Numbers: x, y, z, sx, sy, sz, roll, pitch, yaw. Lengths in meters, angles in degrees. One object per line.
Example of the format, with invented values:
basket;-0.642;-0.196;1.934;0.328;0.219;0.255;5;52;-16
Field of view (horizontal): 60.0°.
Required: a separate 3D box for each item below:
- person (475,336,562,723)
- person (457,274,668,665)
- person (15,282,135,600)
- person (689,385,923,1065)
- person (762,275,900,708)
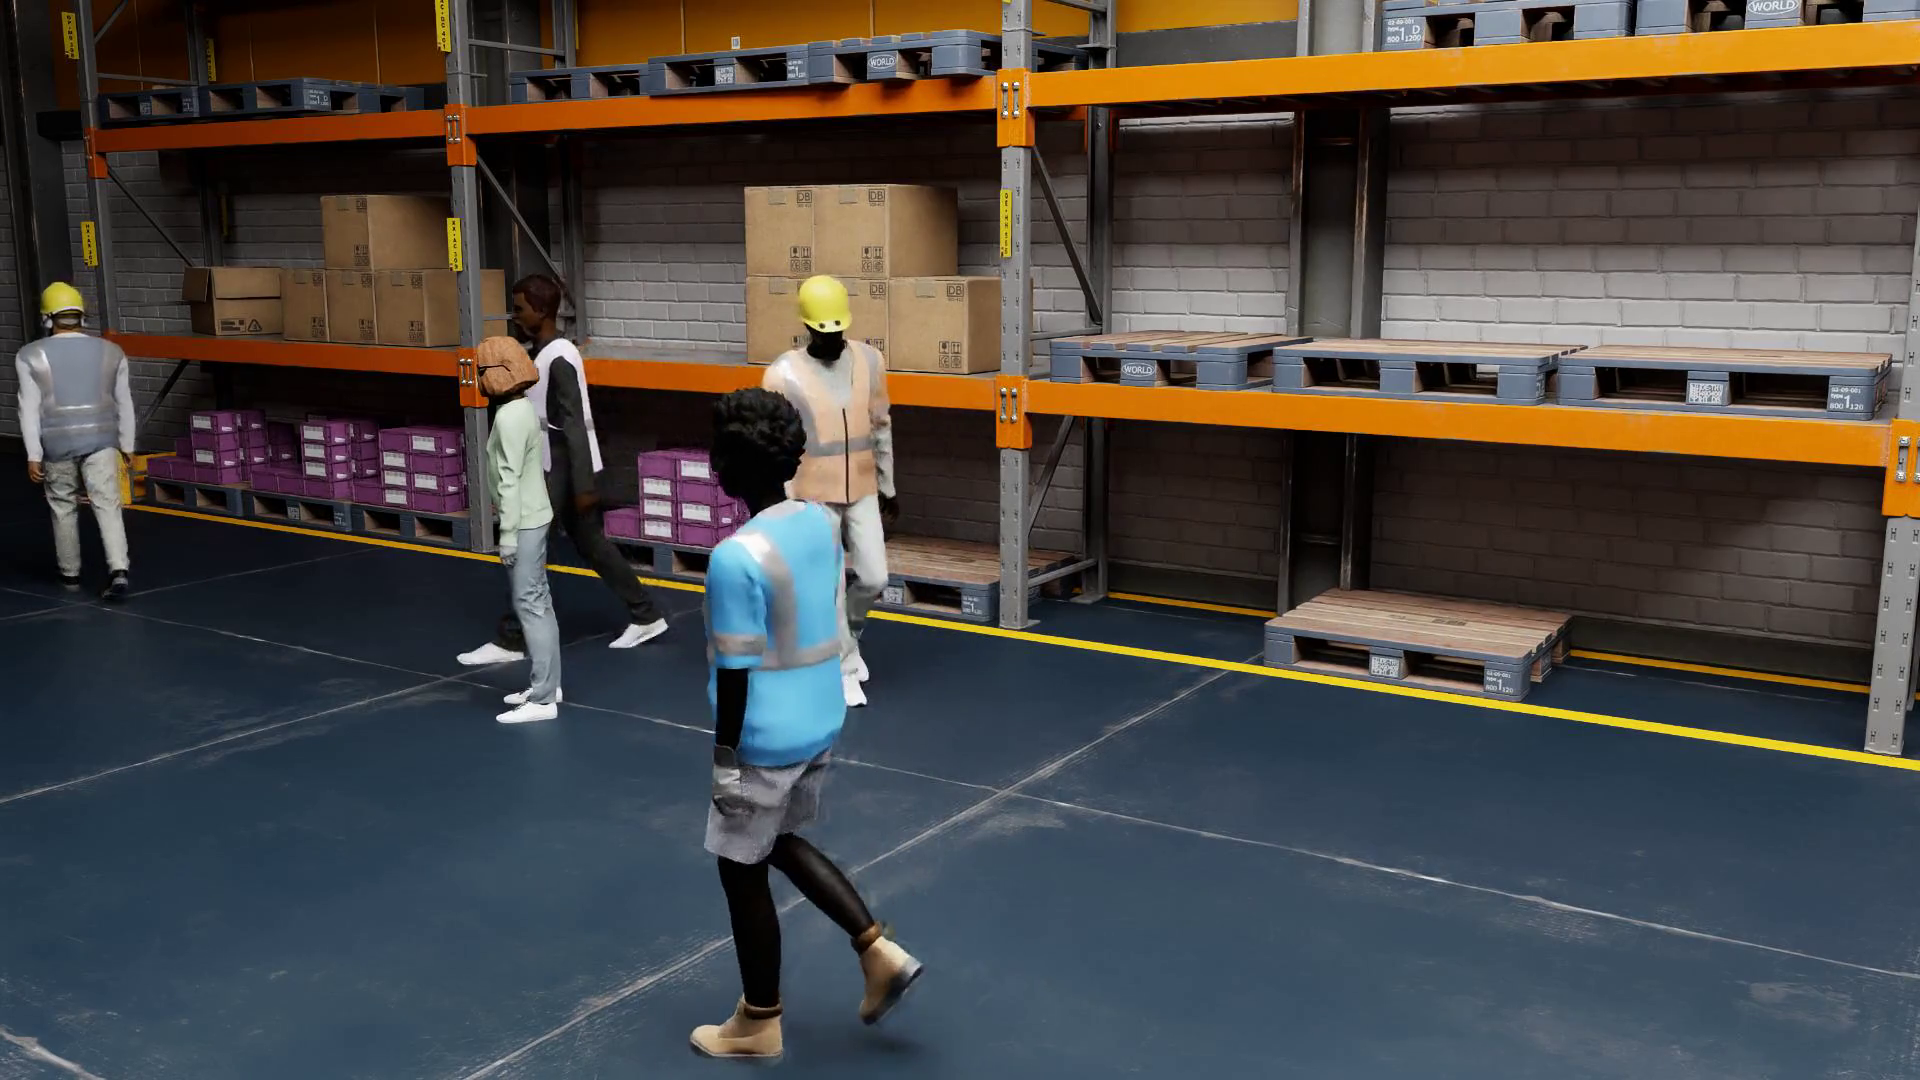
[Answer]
person;-1.871;-0.046;7.045;0.288;1.626;0.497;-1;10;-8
person;-1.914;-0.346;8.049;1.006;1.871;0.609;-3;11;-18
person;-4.965;-0.554;9.398;0.601;1.798;0.909;-8;13;-39
person;-0.406;0.467;4.019;0.476;1.681;0.543;4;11;20
person;-0.543;-0.201;7.187;0.653;1.878;0.572;-6;12;-29
